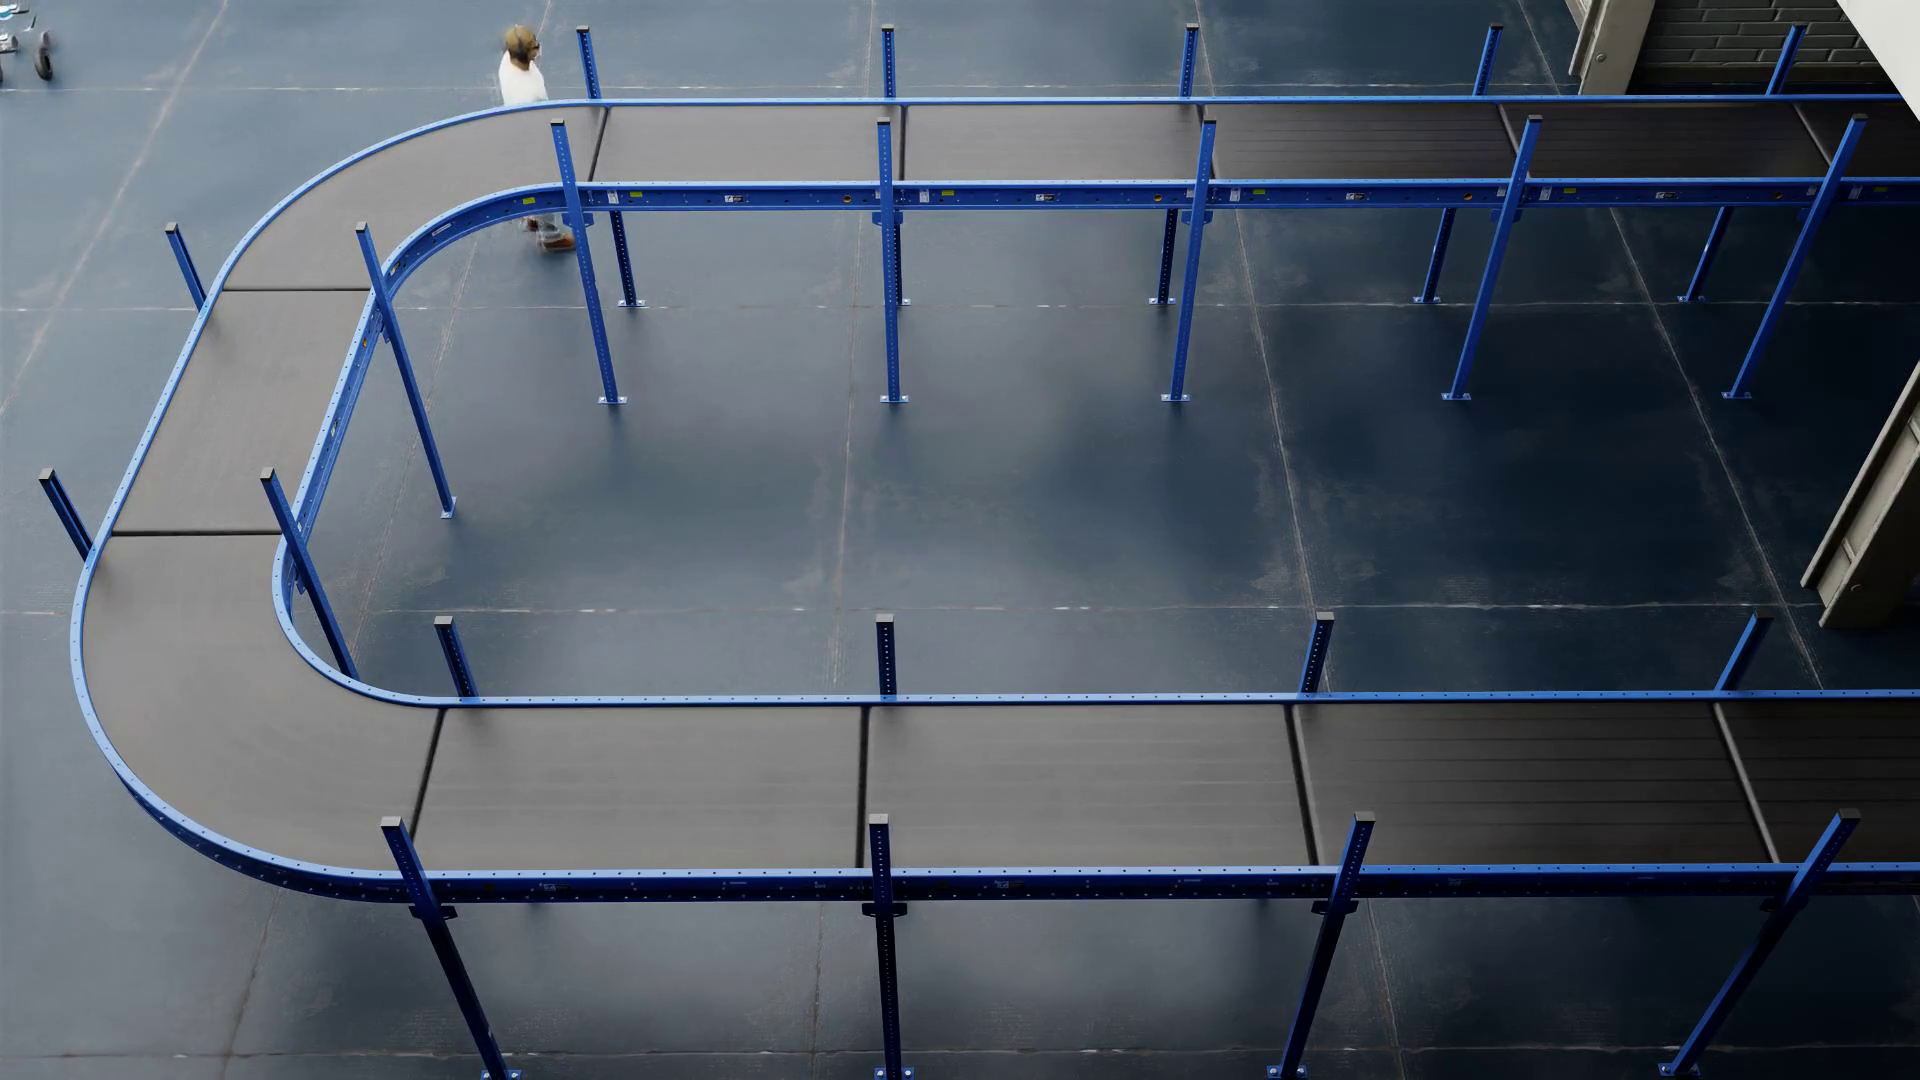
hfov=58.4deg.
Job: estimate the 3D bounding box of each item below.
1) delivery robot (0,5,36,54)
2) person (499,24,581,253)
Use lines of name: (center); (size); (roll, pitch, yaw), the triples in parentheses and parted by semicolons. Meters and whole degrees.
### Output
delivery robot: (-8.245, -4.491, 14.867); (0.335, 0.223, 0.698); (-9, 48, -9)
person: (-3.099, -2.946, 12.710); (0.433, 1.925, 0.662); (-11, 48, -10)
